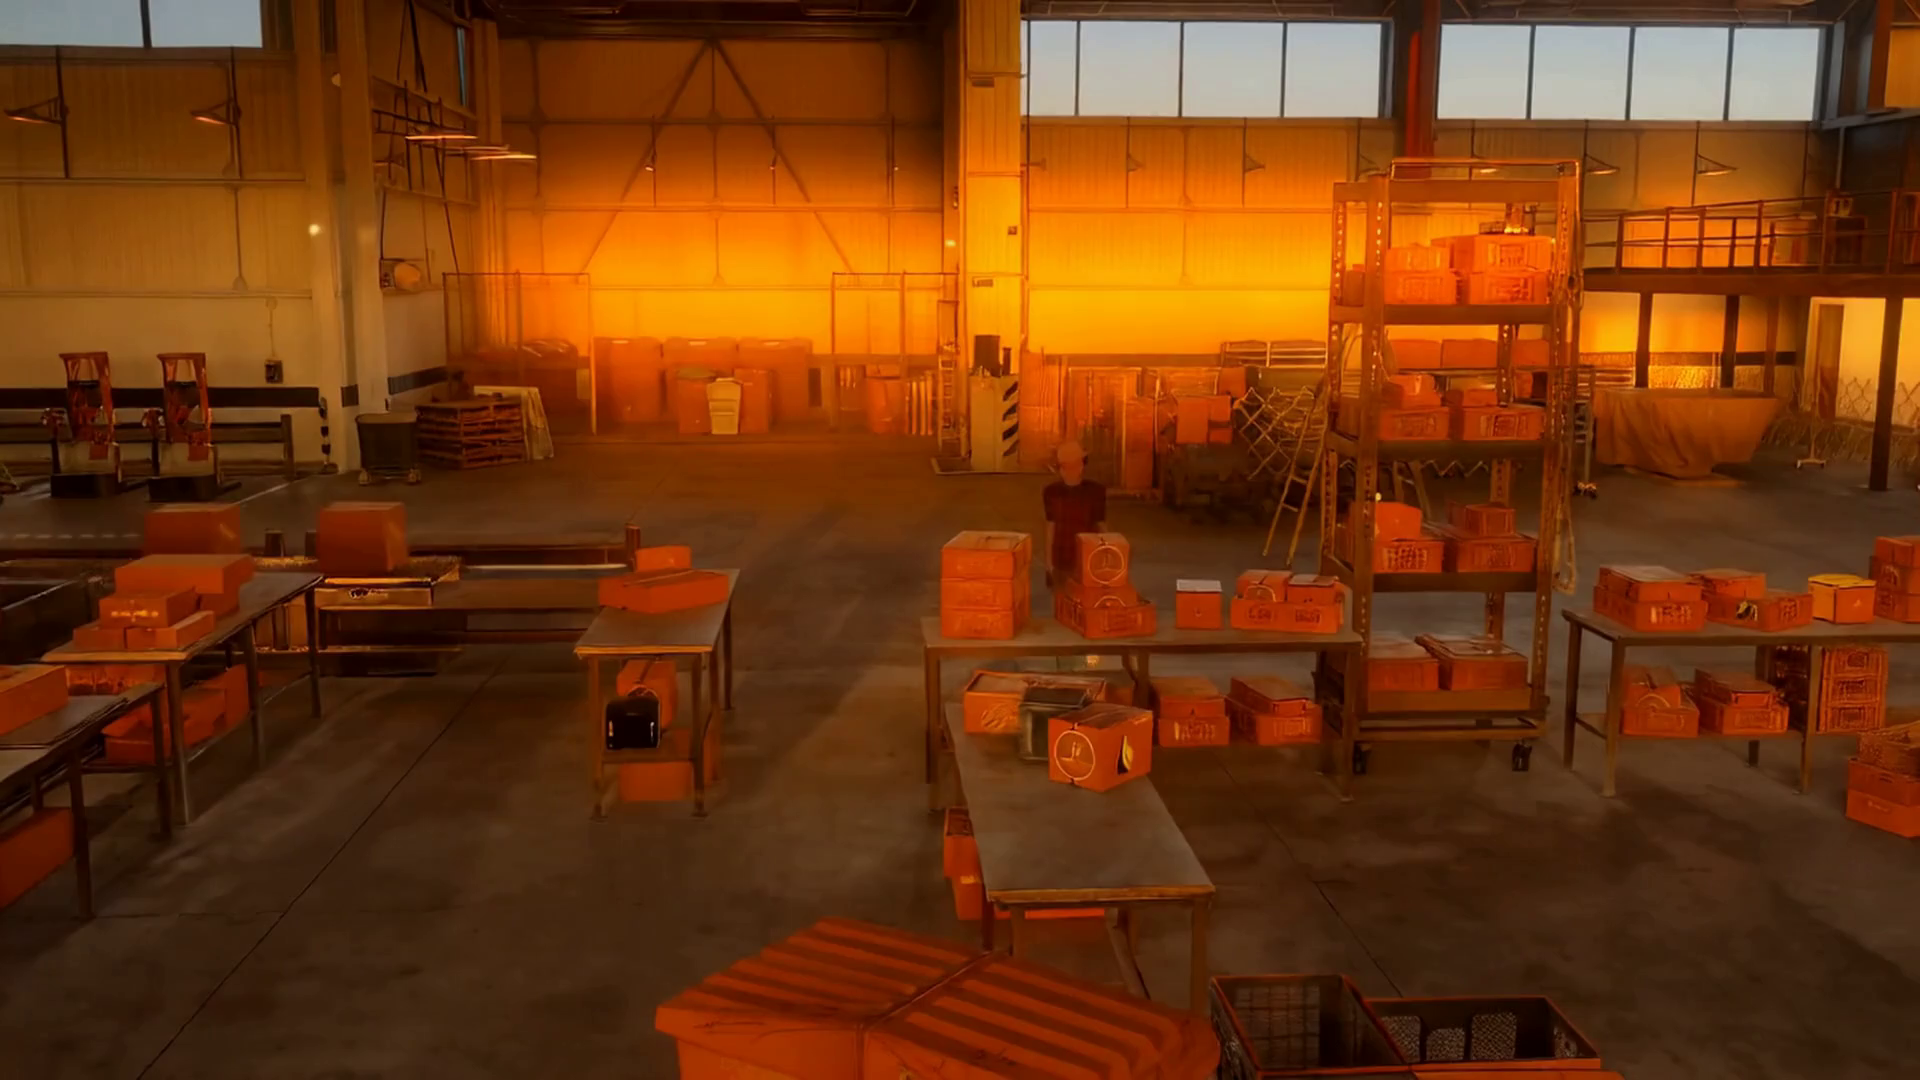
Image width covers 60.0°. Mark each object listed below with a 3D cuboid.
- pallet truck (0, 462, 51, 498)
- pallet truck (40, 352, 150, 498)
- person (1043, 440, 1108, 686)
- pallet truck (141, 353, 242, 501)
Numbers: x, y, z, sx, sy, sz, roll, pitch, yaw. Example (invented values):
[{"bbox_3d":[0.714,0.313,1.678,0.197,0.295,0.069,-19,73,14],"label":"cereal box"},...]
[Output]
[{"bbox_3d":[-13.193,-1.293,23.148,0.653,1.274,1.630,-1,9,-4],"label":"pallet truck"},{"bbox_3d":[-11.907,-1.642,23.165,0.823,1.965,1.885,0,9,0],"label":"pallet truck"},{"bbox_3d":[0.876,0.162,12.325,0.516,1.852,0.782,3,9,15],"label":"person"},{"bbox_3d":[-10.520,-1.604,22.925,0.823,1.965,1.885,-1,9,-6],"label":"pallet truck"}]
